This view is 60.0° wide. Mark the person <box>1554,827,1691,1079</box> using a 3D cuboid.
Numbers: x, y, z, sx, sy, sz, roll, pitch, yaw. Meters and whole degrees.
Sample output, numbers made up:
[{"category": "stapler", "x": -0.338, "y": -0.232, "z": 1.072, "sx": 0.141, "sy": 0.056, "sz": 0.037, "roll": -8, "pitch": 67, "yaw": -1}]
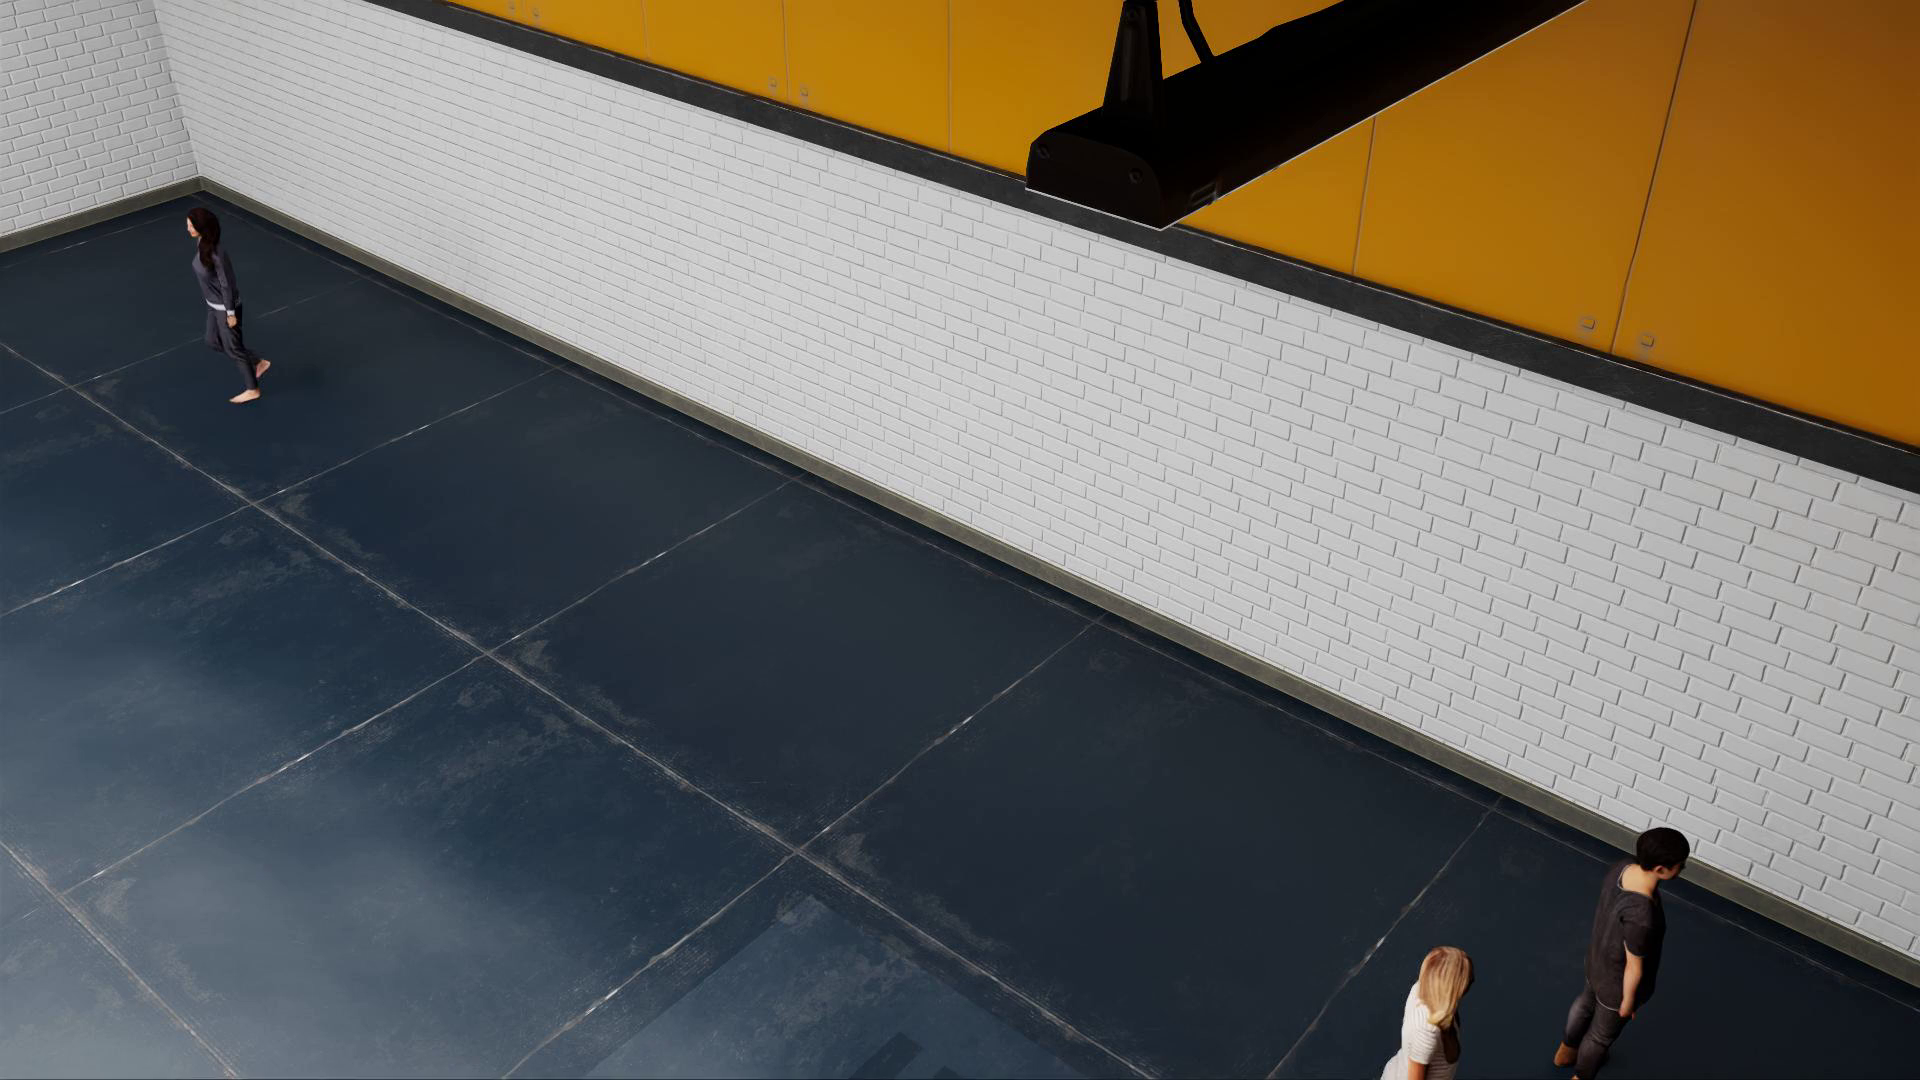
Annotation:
[{"category": "person", "x": 3.177, "y": 2.040, "z": 8.038, "sx": 0.767, "sy": 1.712, "sz": 0.666, "roll": 3, "pitch": 34, "yaw": 5}]

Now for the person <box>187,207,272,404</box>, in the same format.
[{"category": "person", "x": -6.155, "y": -2.012, "z": 14.092, "sx": 0.738, "sy": 1.760, "sz": 0.677, "roll": -25, "pitch": 41, "yaw": -32}]

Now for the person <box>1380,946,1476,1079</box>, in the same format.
[{"category": "person", "x": 1.906, "y": 2.449, "z": 7.352, "sx": 1.048, "sy": 1.791, "sz": 1.103, "roll": 5, "pitch": 34, "yaw": 8}]
